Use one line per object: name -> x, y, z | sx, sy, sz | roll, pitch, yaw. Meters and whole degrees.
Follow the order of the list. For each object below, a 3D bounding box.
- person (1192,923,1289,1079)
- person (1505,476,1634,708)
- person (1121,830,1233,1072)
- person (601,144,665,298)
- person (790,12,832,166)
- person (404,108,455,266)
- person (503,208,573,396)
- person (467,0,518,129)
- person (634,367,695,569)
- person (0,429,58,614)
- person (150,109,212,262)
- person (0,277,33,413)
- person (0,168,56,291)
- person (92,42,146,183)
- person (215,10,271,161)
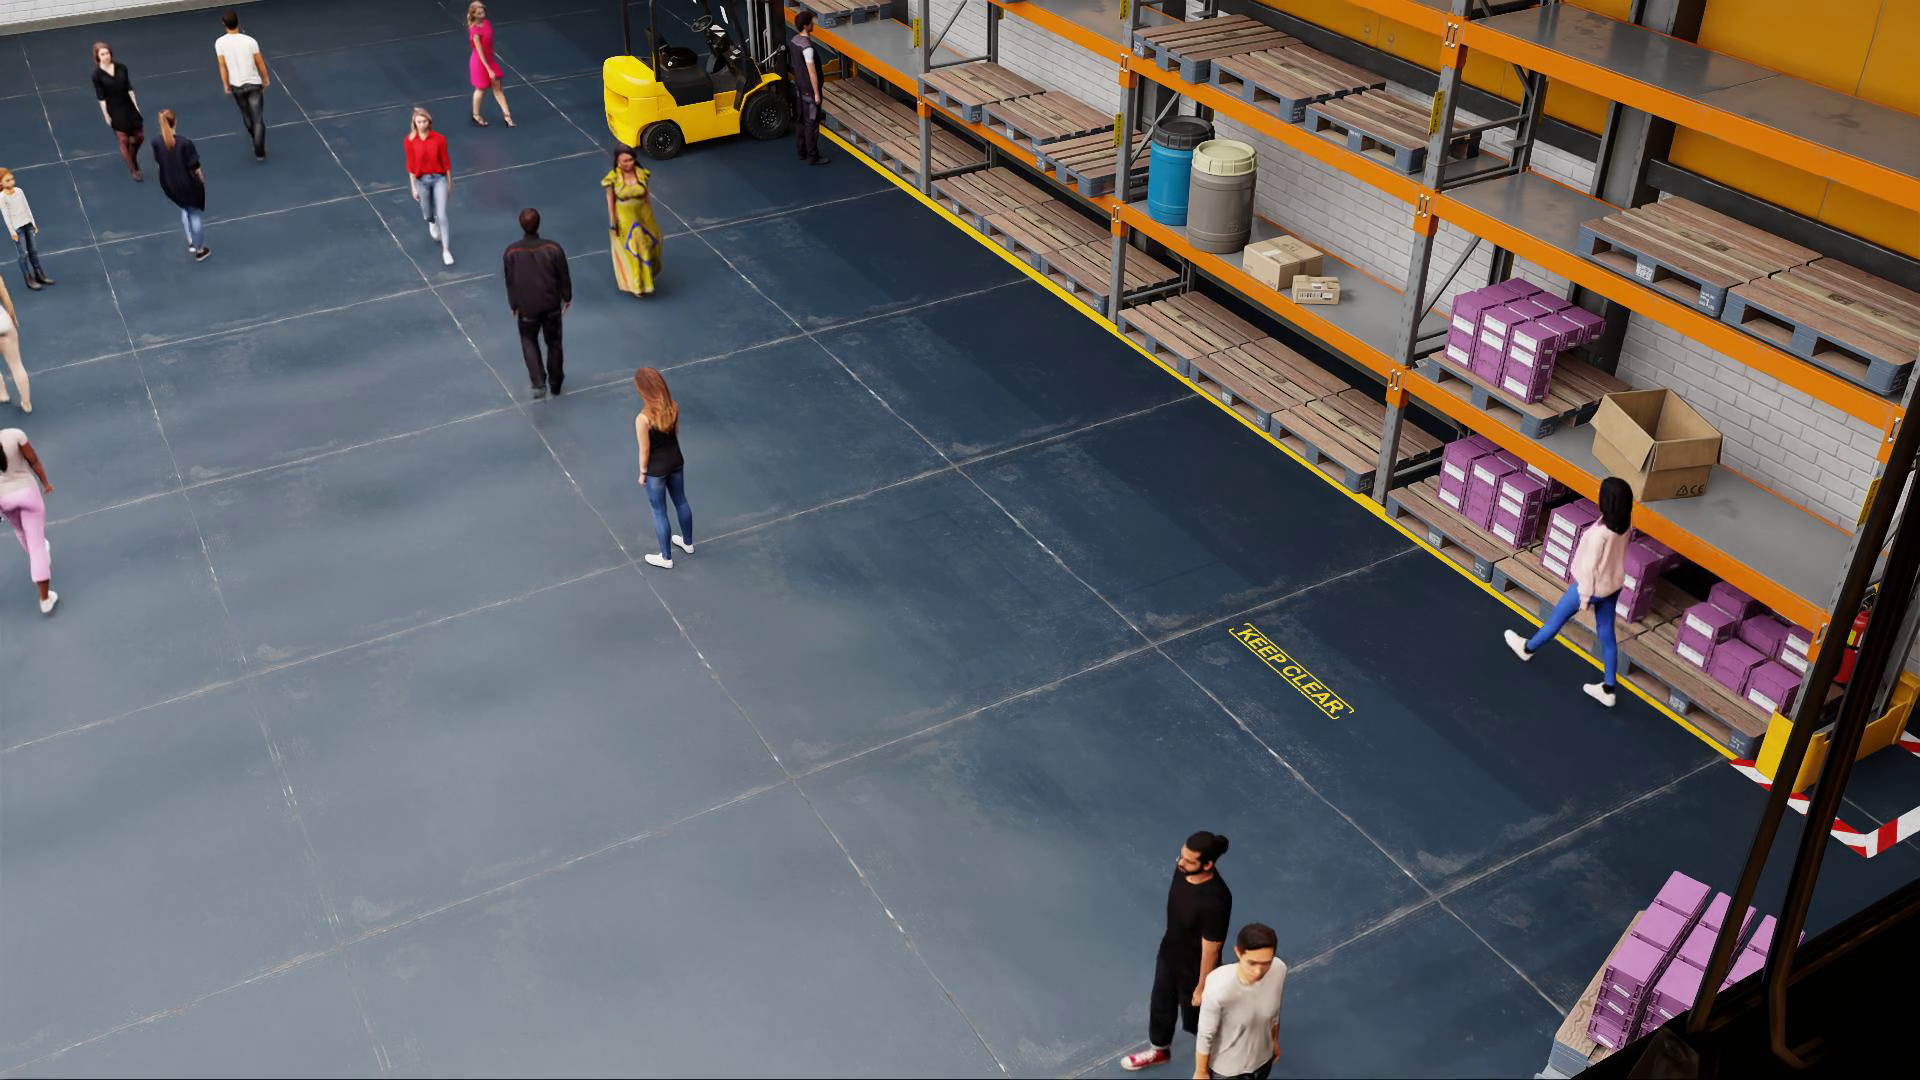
person -> 1.360, 2.537, 8.235 | 0.658, 1.809, 0.517 | -17, 37, -24
person -> 4.492, 0.399, 11.532 | 0.679, 1.719, 1.140 | -20, 38, -27
person -> 1.294, 2.200, 8.804 | 0.820, 1.740, 0.973 | -9, 35, -14
person -> -3.430, -3.329, 17.208 | 0.766, 1.646, 0.834 | -19, 38, -26
person -> -1.867, -5.526, 20.330 | 0.702, 1.849, 0.491 | -17, 37, -24
person -> -5.711, -3.861, 17.971 | 0.780, 1.686, 1.041 | -8, 35, -12
person -> -3.855, -2.128, 15.233 | 0.812, 1.832, 0.763 | -9, 35, -13
person -> -6.170, -6.103, 21.355 | 1.045, 1.675, 0.966 | 6, 34, 9
person -> -2.322, -0.577, 12.998 | 0.660, 1.723, 0.670 | 22, 39, 29
person -> -7.087, -0.238, 12.510 | 0.743, 1.698, 1.168 | -9, 35, -14
person -> -8.373, -3.772, 17.850 | 0.779, 1.673, 0.821 | 0, 34, 0
person -> -8.713, -1.876, 15.042 | 0.635, 1.623, 0.779 | -25, 41, -32
person -> -9.842, -3.271, 17.420 | 0.611, 1.314, 0.555 | 11, 35, 16
person -> -10.064, -5.120, 19.857 | 0.754, 1.695, 0.705 | 24, 41, 32
person -> -8.782, -5.554, 20.445 | 0.871, 1.768, 1.165 | -8, 34, -12
